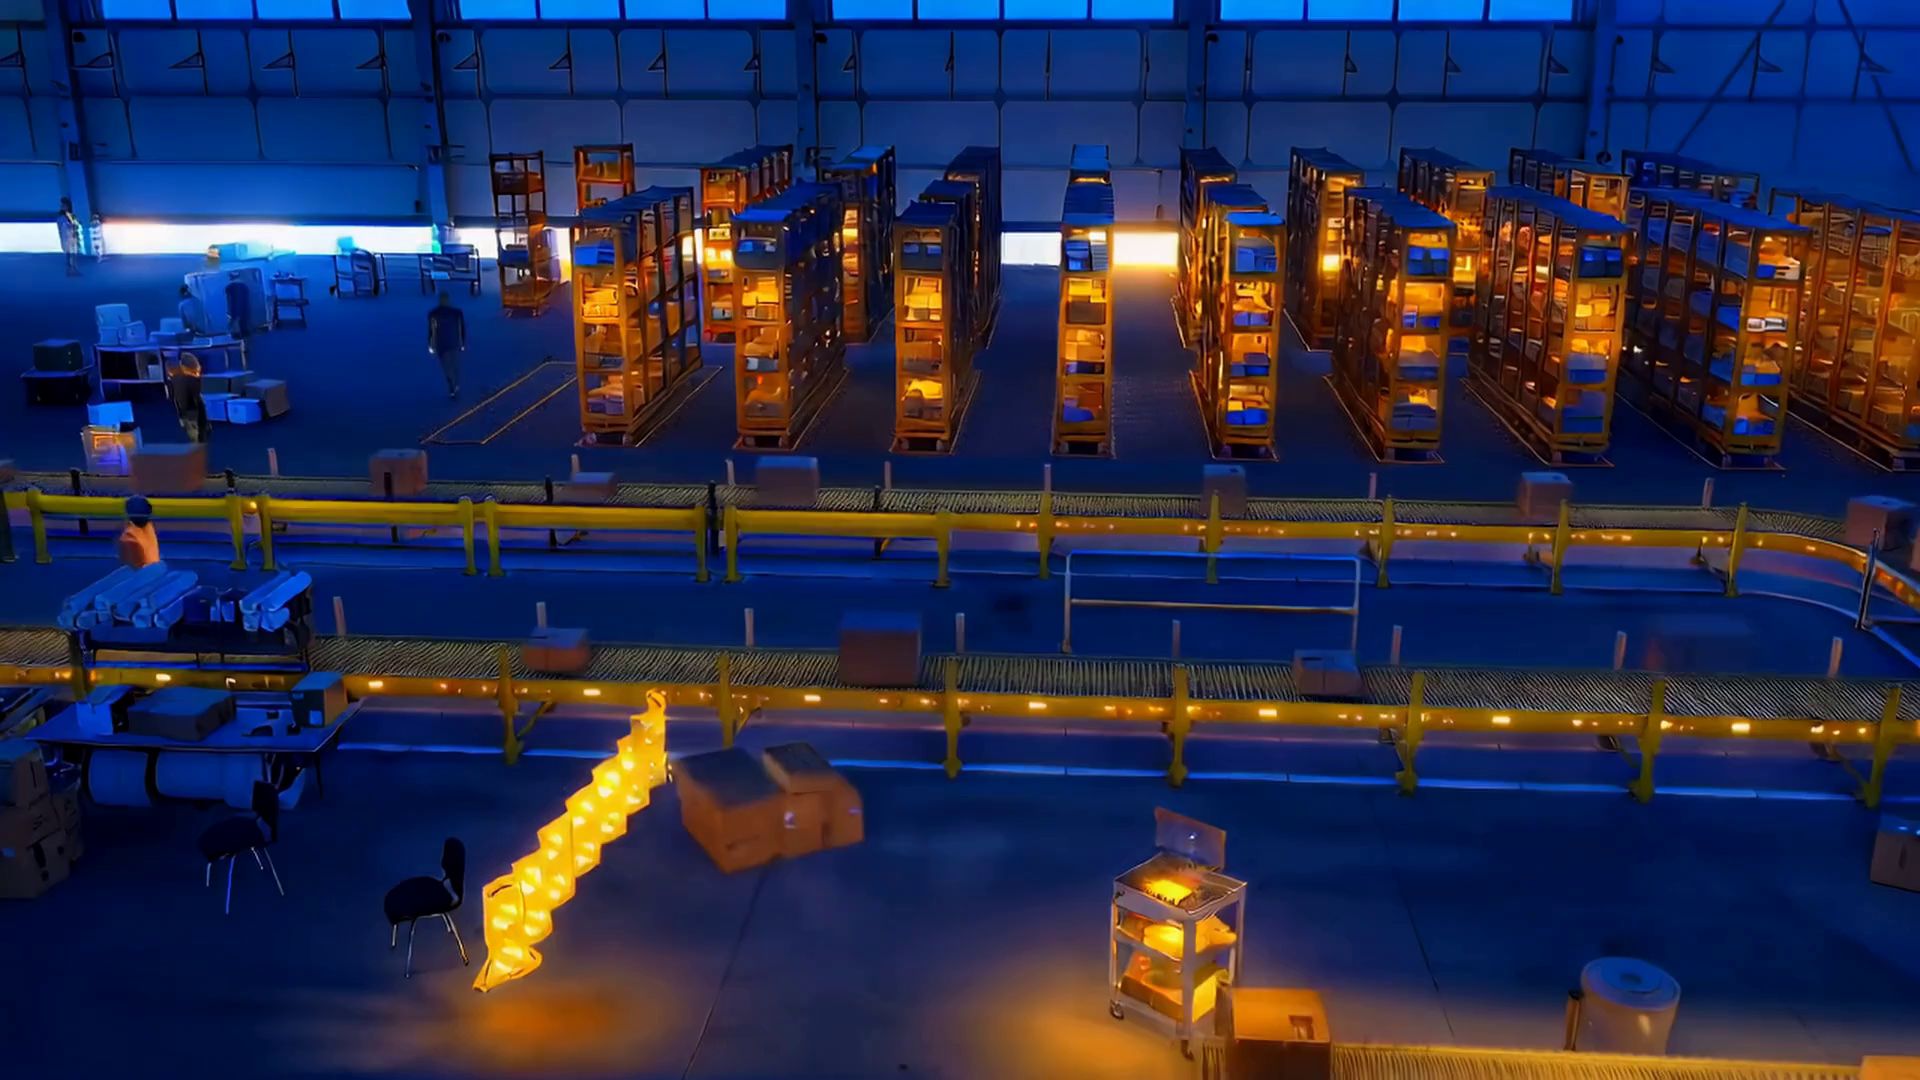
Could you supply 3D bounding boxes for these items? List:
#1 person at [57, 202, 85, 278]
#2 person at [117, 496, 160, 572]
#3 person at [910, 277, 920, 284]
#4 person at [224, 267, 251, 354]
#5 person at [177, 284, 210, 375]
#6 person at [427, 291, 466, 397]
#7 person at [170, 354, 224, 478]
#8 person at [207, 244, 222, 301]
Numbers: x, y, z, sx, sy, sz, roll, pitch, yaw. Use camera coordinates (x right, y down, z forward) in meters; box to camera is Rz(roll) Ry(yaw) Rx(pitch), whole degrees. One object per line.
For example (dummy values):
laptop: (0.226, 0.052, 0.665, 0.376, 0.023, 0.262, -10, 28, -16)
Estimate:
person: (-23.058, -7.777, 43.068, 0.551, 1.933, 0.369, 11, 21, 31)
person: (-8.270, 0.474, 16.959, 1.019, 1.888, 0.644, 0, 17, 1)
person: (-0.914, -5.712, 36.689, 0.403, 1.828, 0.595, -5, 18, -14)
person: (-14.436, -4.572, 33.223, 0.401, 1.733, 0.586, 9, 20, 26)
person: (-14.034, -3.754, 30.446, 0.388, 1.848, 0.564, 5, 18, 17)
person: (-9.154, -3.514, 29.698, 0.634, 1.860, 1.028, -11, 21, -31)
person: (-11.150, -1.806, 24.289, 0.589, 1.834, 0.403, 4, 18, 13)
person: (-16.513, -5.712, 36.911, 0.922, 1.695, 0.495, 1, 18, 3)
